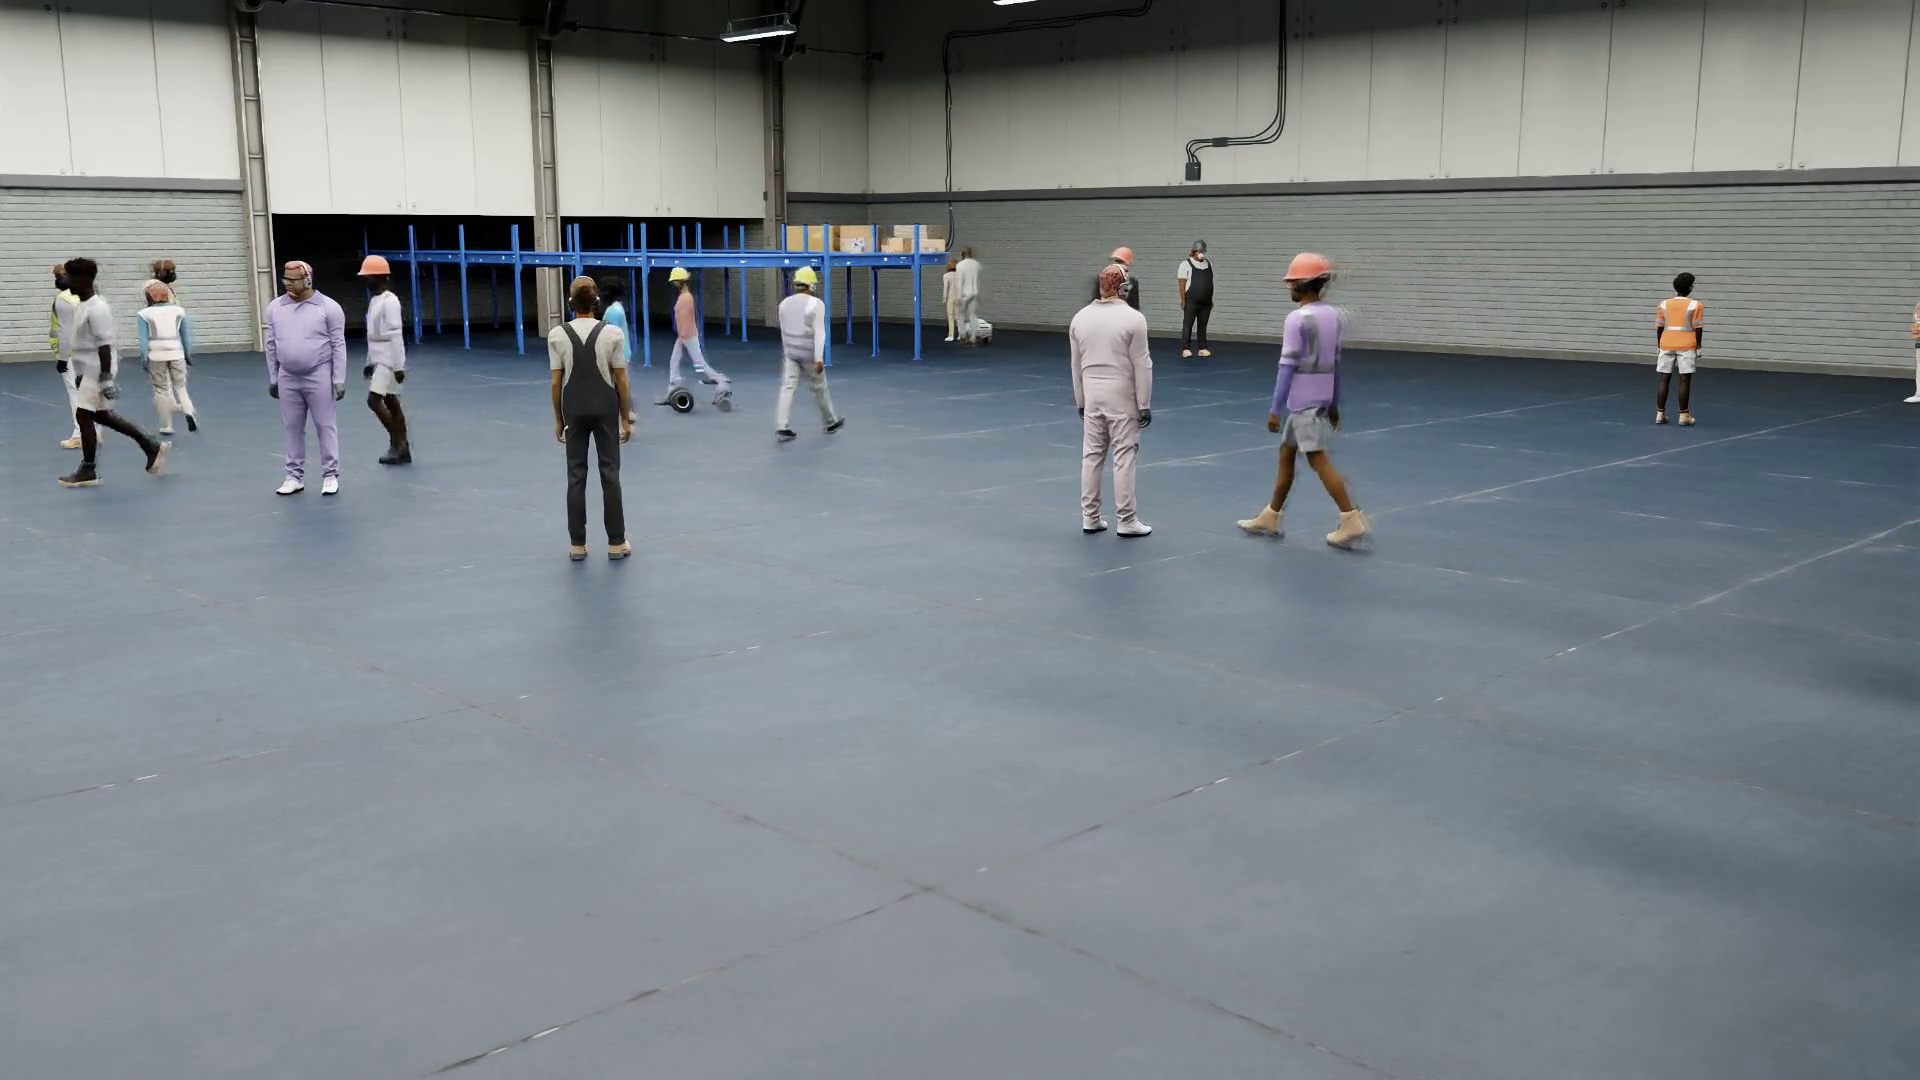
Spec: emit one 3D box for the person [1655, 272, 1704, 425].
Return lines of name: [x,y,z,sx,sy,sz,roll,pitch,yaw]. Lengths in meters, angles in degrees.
person: [8.076,-2.148,18.679,0.316,1.696,0.540,-10,14,-42]

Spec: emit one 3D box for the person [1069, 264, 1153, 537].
person: [1.090,-0.983,11.756,0.643,1.909,0.410,8,13,38]

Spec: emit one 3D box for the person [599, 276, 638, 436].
person: [-3.640,-1.928,17.502,0.363,1.686,0.537,-2,11,-11]

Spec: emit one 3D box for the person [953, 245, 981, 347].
person: [0.122,-4.639,31.661,0.626,1.921,0.541,-9,14,-41]

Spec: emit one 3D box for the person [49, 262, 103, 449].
person: [-8.872,-1.852,16.675,0.429,1.844,0.627,0,10,-2]

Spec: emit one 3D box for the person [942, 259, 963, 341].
person: [-0.127,-4.828,33.467,0.506,1.631,0.277,-6,12,-31]

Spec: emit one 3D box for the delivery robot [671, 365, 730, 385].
delivery robot: [-3.165,-2.017,20.231,0.698,0.223,0.335,-3,11,-13]

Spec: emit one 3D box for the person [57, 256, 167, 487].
person: [-7.337,-1.458,14.268,0.832,1.939,0.617,-7,12,-34]

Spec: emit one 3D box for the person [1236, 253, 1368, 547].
person: [2.412,-0.966,11.434,1.032,1.999,0.624,8,13,37]

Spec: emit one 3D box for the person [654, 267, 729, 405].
person: [-3.370,-2.562,20.914,0.907,1.729,0.534,-3,11,-18]

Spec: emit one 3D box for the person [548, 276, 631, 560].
person: [-2.418,-0.796,10.902,0.508,1.847,0.345,-1,10,-5]

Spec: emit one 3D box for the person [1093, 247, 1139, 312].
person: [2.027,-2.758,21.311,0.631,1.943,0.940,8,13,36]

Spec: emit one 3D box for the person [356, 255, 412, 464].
person: [-5.321,-1.654,15.349,0.491,1.923,0.544,-6,12,-30]

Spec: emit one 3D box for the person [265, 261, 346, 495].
person: [-5.353,-1.319,13.602,0.639,1.904,0.402,0,10,2]

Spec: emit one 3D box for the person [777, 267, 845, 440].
person: [-1.601,-1.956,17.408,0.616,1.778,0.958,6,12,31]

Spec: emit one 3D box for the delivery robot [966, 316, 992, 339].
delivery robot: [0.369,-4.144,32.541,0.477,0.478,0.707,-3,11,-17]

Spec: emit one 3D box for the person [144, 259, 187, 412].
person: [-9.476,-2.438,19.889,0.456,1.827,0.647,-3,11,-14]

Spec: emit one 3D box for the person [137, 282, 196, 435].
person: [-8.376,-1.911,17.581,0.538,1.617,0.536,-9,14,-41]

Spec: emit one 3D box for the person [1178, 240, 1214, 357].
person: [4.182,-4.213,29.118,0.690,2.000,0.538,-4,11,-23]

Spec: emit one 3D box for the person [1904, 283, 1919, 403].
person: [12.209,-2.555,21.055,0.306,1.640,0.522,8,13,36]
